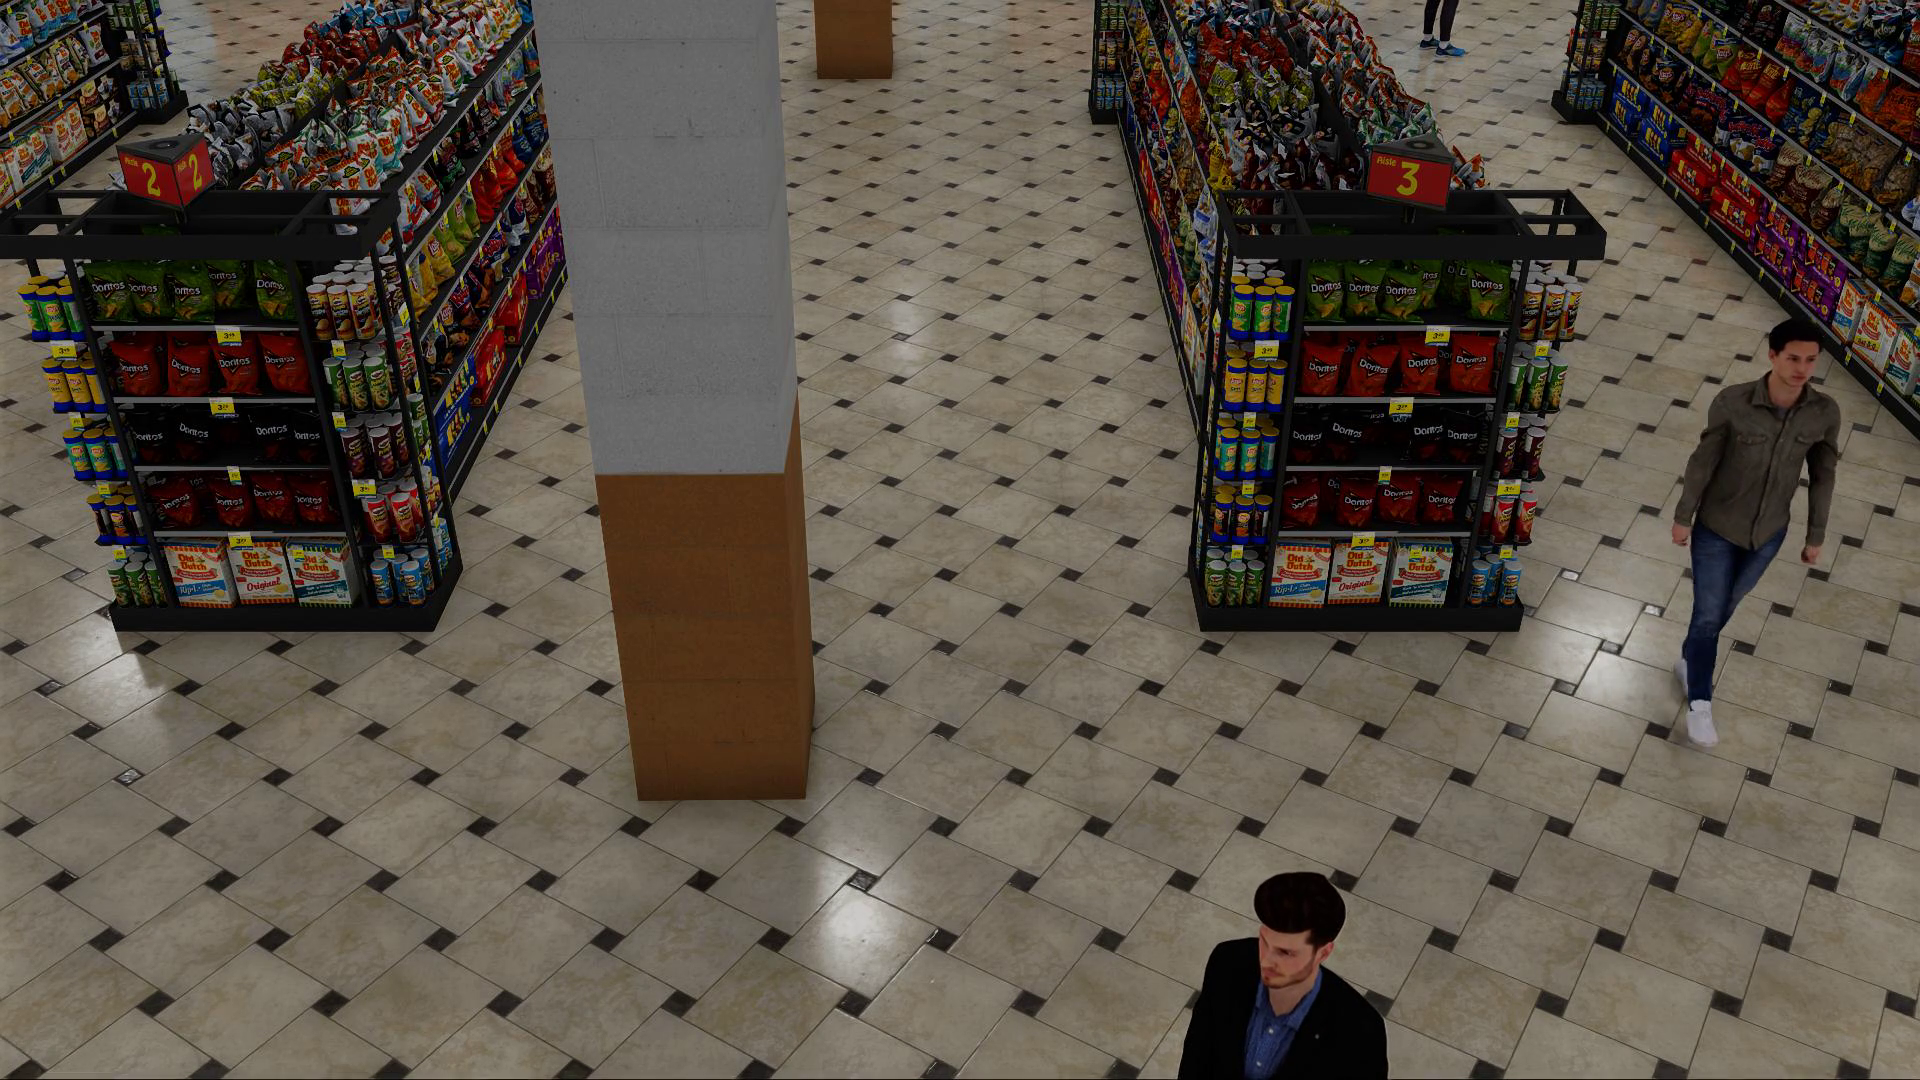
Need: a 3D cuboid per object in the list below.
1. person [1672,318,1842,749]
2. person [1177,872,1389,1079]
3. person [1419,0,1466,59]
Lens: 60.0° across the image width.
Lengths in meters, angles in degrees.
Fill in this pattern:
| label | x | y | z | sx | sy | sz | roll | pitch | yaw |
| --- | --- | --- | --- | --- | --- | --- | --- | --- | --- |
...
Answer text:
| label | x | y | z | sx | sy | sz | roll | pitch | yaw |
| --- | --- | --- | --- | --- | --- | --- | --- | --- | --- |
| person | 3.289 | -0.111 | 7.057 | 0.742 | 1.844 | 0.959 | 2 | 32 | 2 |
| person | 0.794 | 1.572 | 4.305 | 0.789 | 1.894 | 0.823 | 23 | 38 | 32 |
| person | 4.681 | -5.571 | 15.846 | 0.815 | 1.830 | 0.624 | -10 | 33 | -15 |
